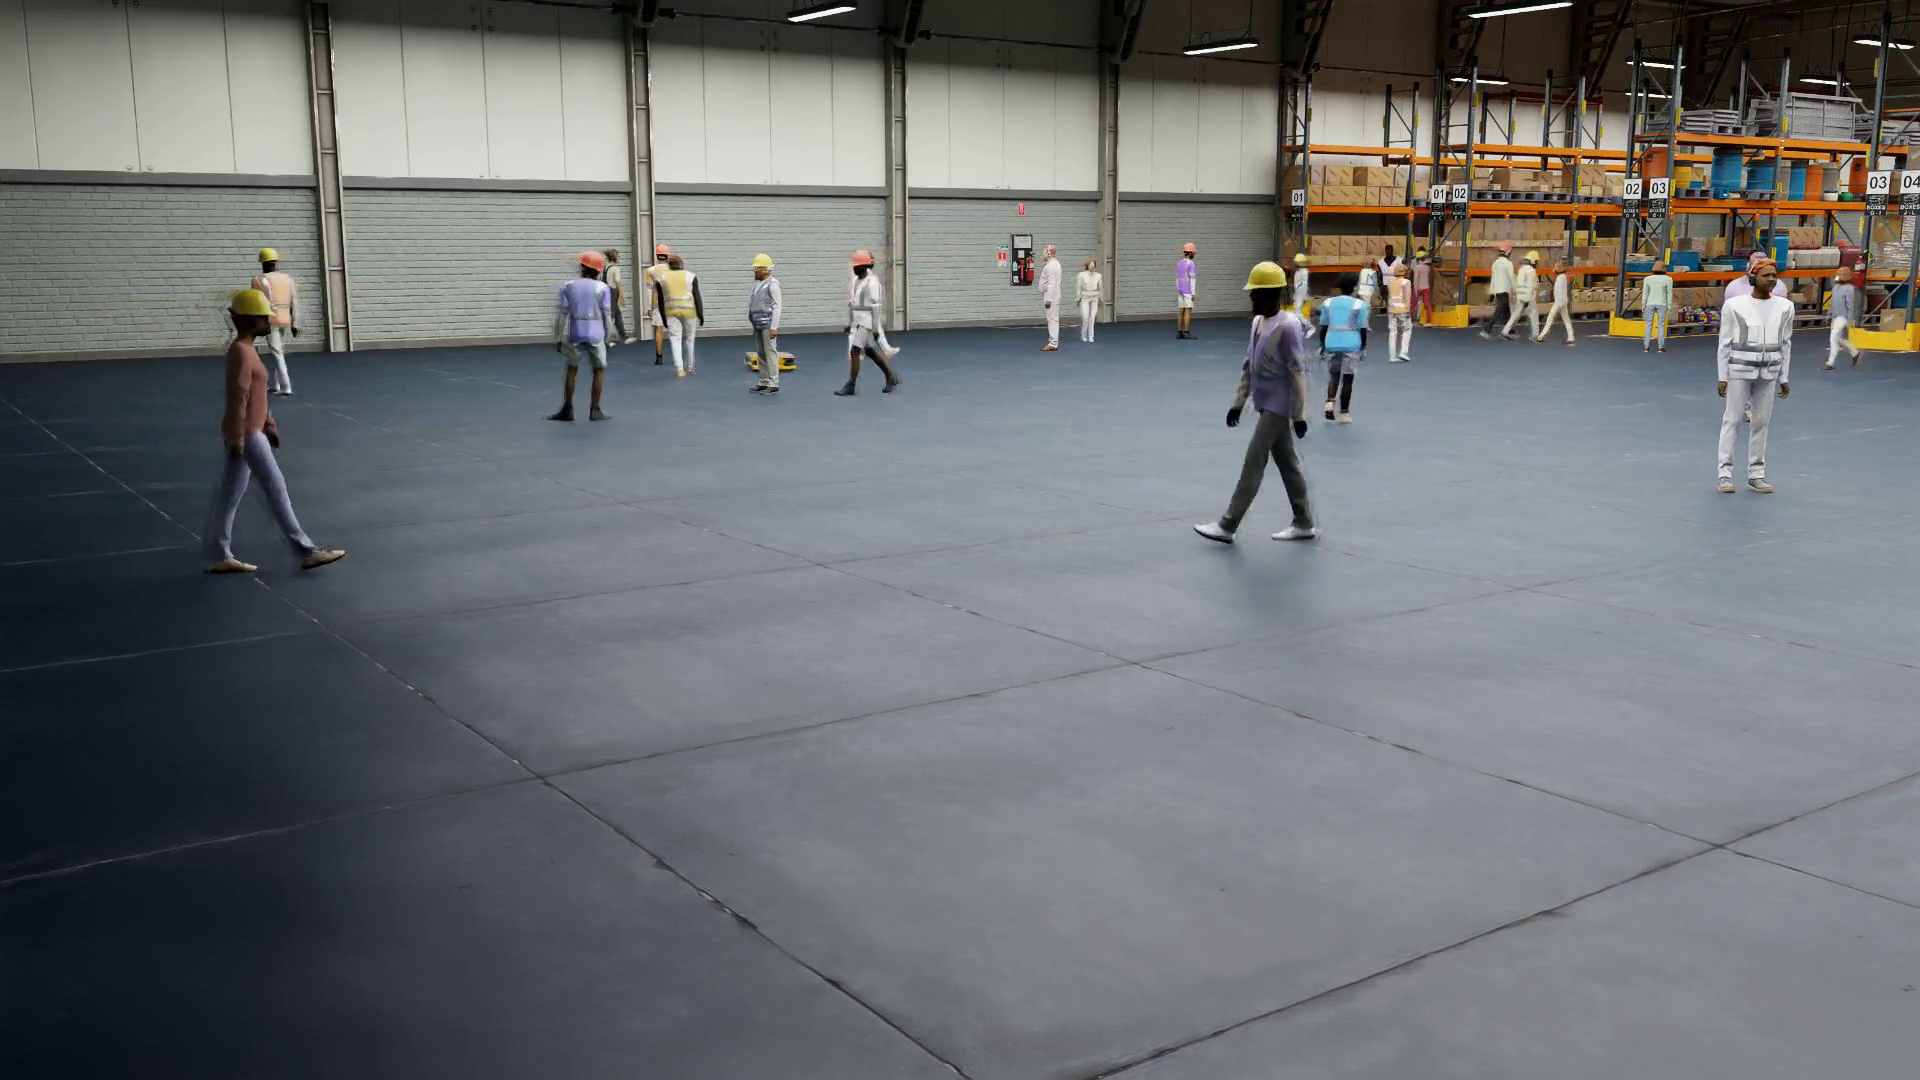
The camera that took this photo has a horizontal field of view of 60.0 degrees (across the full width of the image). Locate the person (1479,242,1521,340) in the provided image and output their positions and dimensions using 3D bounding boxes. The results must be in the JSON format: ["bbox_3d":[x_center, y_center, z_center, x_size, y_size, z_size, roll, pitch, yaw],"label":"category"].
[{"bbox_3d":[10.888,-4.995,33.407,0.977,1.951,0.621,-2,11,-11],"label":"person"}]

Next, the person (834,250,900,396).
[{"bbox_3d":[-1.186,-2.835,21.727,0.965,1.898,0.557,-5,12,-27],"label":"person"}]

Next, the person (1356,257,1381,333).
[{"bbox_3d":[8.783,-5.246,35.679,0.663,1.613,0.521,-3,11,-18],"label":"person"}]

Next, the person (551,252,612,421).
[{"bbox_3d":[-4.247,-2.260,18.632,0.730,1.908,0.381,1,10,6],"label":"person"}]

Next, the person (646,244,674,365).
[{"bbox_3d":[-4.772,-3.788,26.805,0.549,1.936,0.377,-2,11,-10],"label":"person"}]

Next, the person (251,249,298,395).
[{"bbox_3d":[-9.017,-2.839,21.724,0.815,1.897,0.603,6,12,29],"label":"person"}]

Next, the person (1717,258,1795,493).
[{"bbox_3d":[6.394,-1.316,13.401,0.574,1.885,0.356,0,10,2],"label":"person"}]

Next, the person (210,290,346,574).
[{"bbox_3d":[-4.224,-0.653,10.169,0.866,1.722,0.556,-4,11,-21],"label":"person"}]

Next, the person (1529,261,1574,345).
[{"bbox_3d":[11.331,-4.502,31.644,0.854,1.586,0.524,6,12,31],"label":"person"}]

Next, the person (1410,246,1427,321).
[{"bbox_3d":[11.394,-6.357,41.191,0.504,1.837,0.949,5,12,26],"label":"person"}]

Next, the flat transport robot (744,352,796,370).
[{"bbox_3d":[-2.979,-2.807,26.001,0.652,0.197,1.431,-2,11,-13],"label":"flat transport robot"}]

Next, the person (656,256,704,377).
[{"bbox_3d":[-4.167,-3.334,24.758,0.670,1.773,0.932,-2,10,-9],"label":"person"}]

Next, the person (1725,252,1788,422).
[{"bbox_3d":[8.849,-2.258,18.554,0.649,1.891,0.434,4,11,23],"label":"person"}]

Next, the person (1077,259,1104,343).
[{"bbox_3d":[2.548,-4.649,32.358,0.538,1.623,0.433,-3,11,-18],"label":"person"}]

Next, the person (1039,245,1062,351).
[{"bbox_3d":[1.626,-4.384,30.156,0.401,1.910,0.641,2,11,12],"label":"person"}]

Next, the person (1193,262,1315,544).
[{"bbox_3d":[2.000,-0.906,11.146,0.969,1.879,0.592,-1,10,-8],"label":"person"}]

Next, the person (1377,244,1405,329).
[{"bbox_3d":[9.641,-5.667,37.263,0.621,1.876,0.615,7,12,33],"label":"person"}]

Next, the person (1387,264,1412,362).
[{"bbox_3d":[7.201,-3.724,27.353,0.430,1.603,0.521,-8,13,-38],"label":"person"}]

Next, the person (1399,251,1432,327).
[{"bbox_3d":[10.502,-5.726,38.035,0.514,1.711,0.884,-6,12,-28],"label":"person"}]

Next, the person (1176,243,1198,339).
[{"bbox_3d":[4.588,-5.007,33.492,0.374,1.935,0.552,-5,11,-25],"label":"person"}]

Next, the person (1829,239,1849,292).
[{"bbox_3d":[25.153,-7.587,47.506,0.614,1.978,1.090,-8,13,-36],"label":"person"}]

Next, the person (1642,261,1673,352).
[{"bbox_3d":[12.476,-4.178,29.781,0.507,1.631,0.280,6,12,31],"label":"person"}]

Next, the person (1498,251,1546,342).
[{"bbox_3d":[11.013,-4.745,32.493,0.863,1.794,0.598,-2,11,-10],"label":"person"}]

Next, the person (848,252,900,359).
[{"bbox_3d":[-1.490,-3.938,28.007,0.927,1.794,0.654,-5,12,-27],"label":"person"}]

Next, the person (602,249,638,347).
[{"bbox_3d":[-6.411,-4.540,31.262,0.893,1.810,0.547,-8,13,-37],"label":"person"}]

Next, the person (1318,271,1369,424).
[{"bbox_3d":[4.231,-2.114,18.330,0.559,1.682,0.373,7,13,34],"label":"person"}]

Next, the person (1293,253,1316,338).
[{"bbox_3d":[6.827,-4.853,33.235,0.424,1.733,0.490,-1,10,-3],"label":"person"}]

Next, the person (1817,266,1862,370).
[{"bbox_3d":[13.691,-3.436,25.754,0.649,1.612,0.515,0,10,0],"label":"person"}]

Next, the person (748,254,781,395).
[{"bbox_3d":[-2.568,-2.821,21.794,0.404,1.830,0.602,-6,12,-32],"label":"person"}]
